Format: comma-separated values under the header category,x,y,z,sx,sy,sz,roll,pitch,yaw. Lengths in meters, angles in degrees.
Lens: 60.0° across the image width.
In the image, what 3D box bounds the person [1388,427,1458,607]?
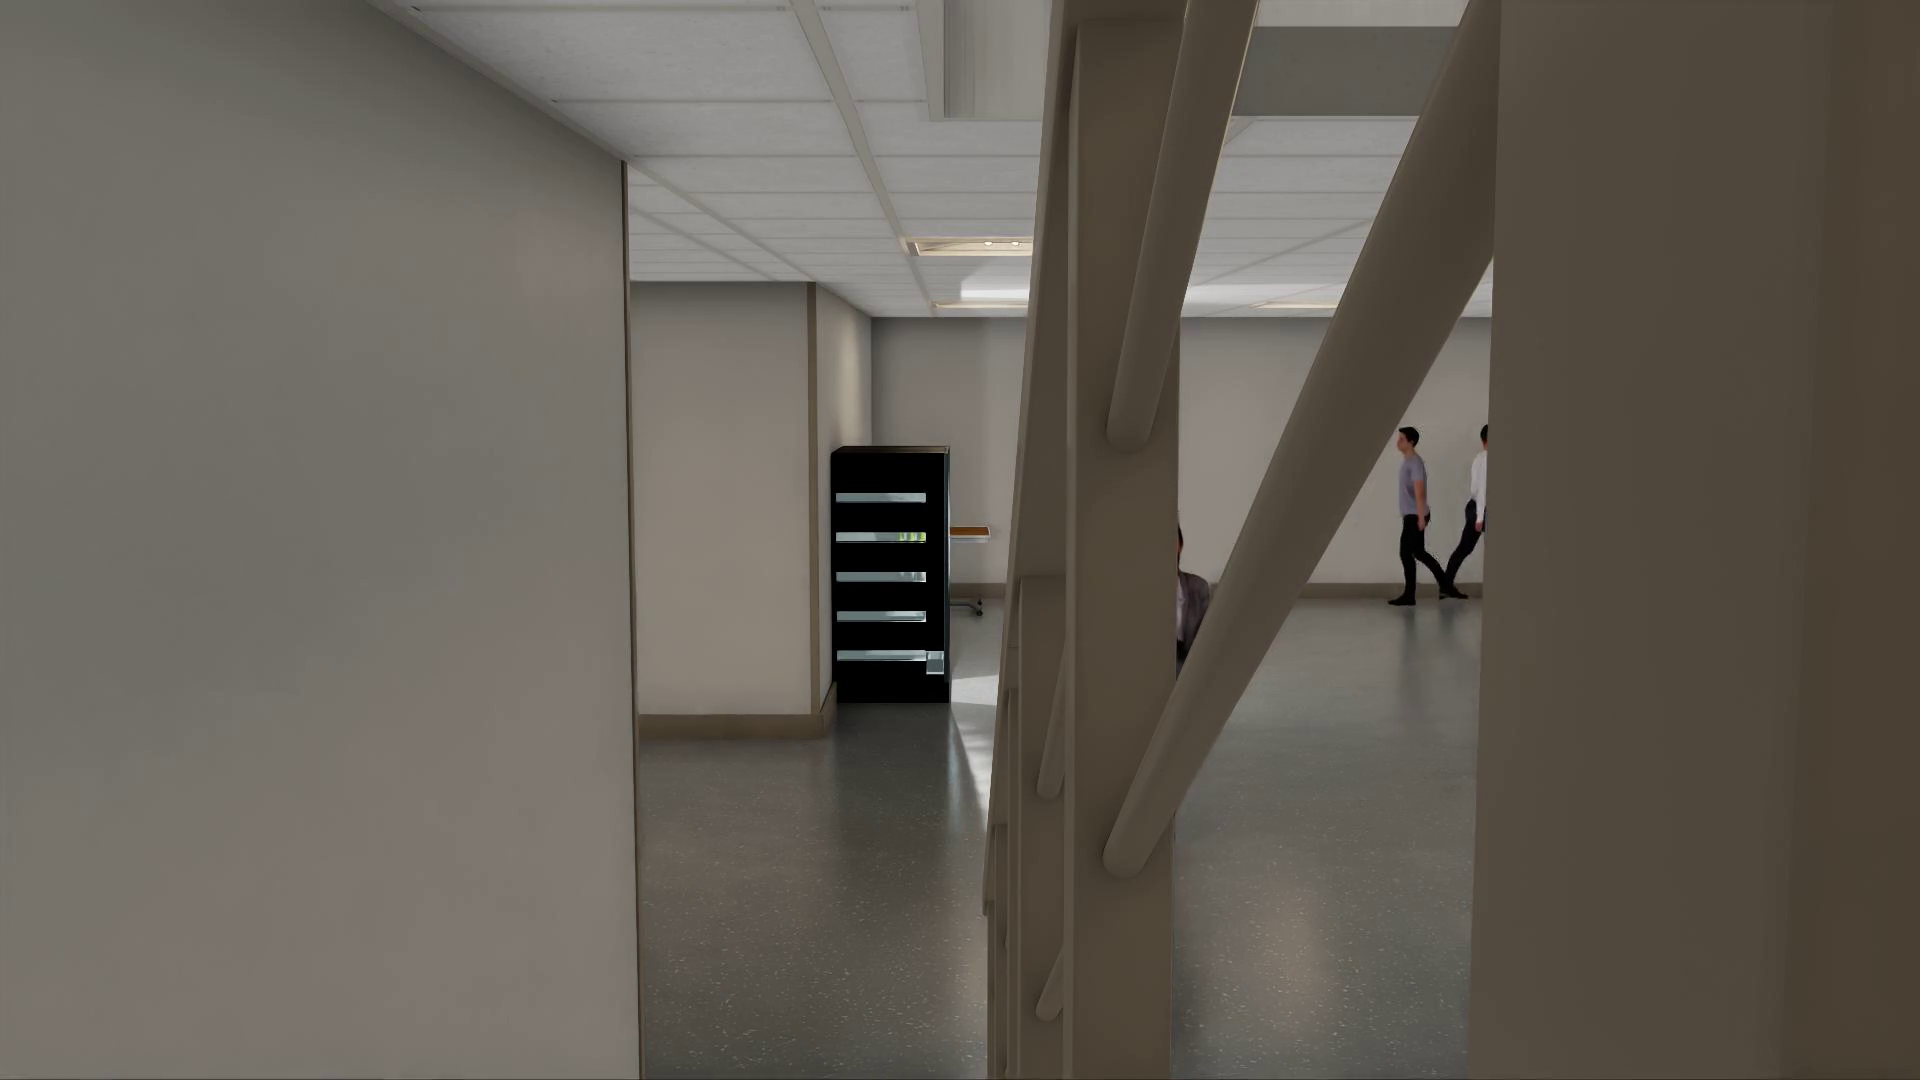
category,x,y,z,sx,sy,sz,roll,pitch,yaw
person,4.735,-0.223,17.065,0.889,1.833,0.936,1,6,13
